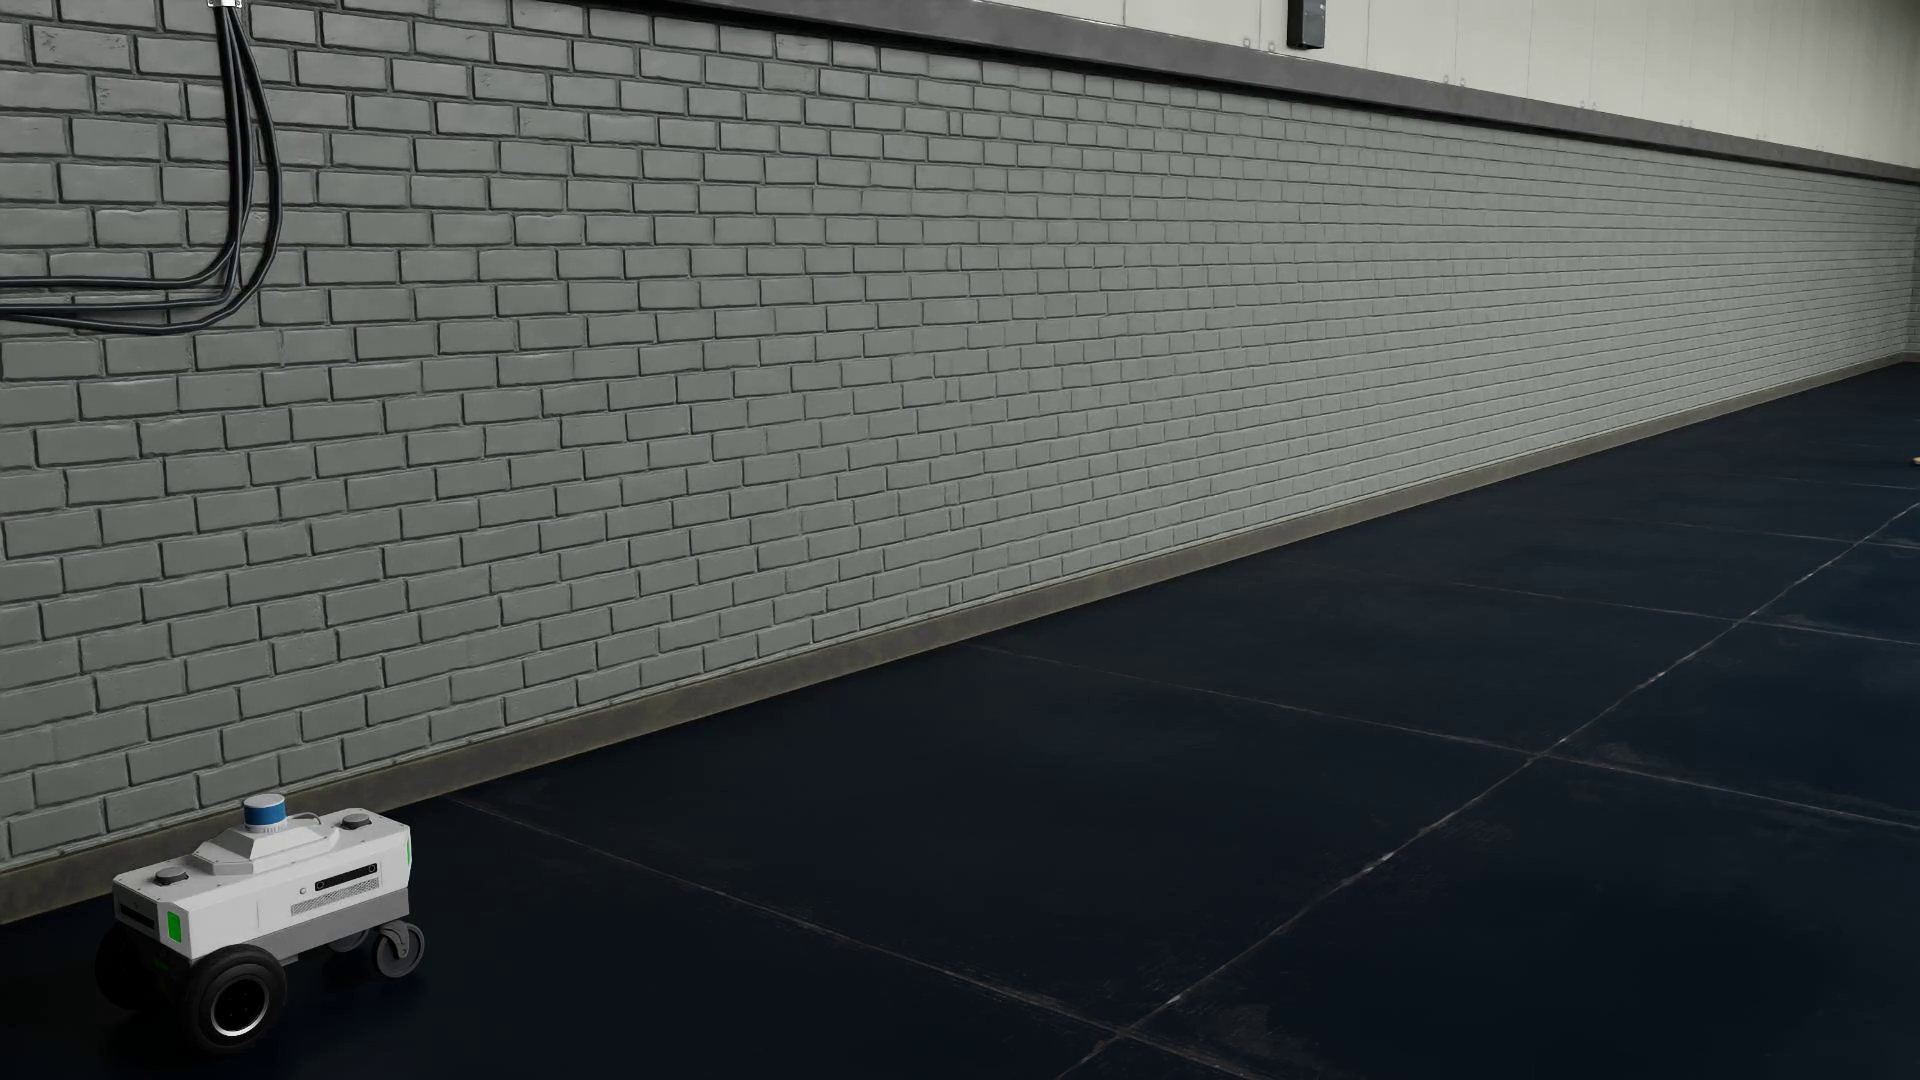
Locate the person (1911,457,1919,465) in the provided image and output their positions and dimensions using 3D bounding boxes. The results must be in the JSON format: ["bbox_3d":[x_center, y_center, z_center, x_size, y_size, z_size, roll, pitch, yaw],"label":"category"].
[{"bbox_3d":[8.749,-1.479,14.657,0.322,1.698,0.533,-3,11,-18],"label":"person"}]

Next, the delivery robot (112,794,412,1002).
[{"bbox_3d":[-1.825,0.917,4.407,0.477,0.478,0.707,8,13,38],"label":"delivery robot"}]
